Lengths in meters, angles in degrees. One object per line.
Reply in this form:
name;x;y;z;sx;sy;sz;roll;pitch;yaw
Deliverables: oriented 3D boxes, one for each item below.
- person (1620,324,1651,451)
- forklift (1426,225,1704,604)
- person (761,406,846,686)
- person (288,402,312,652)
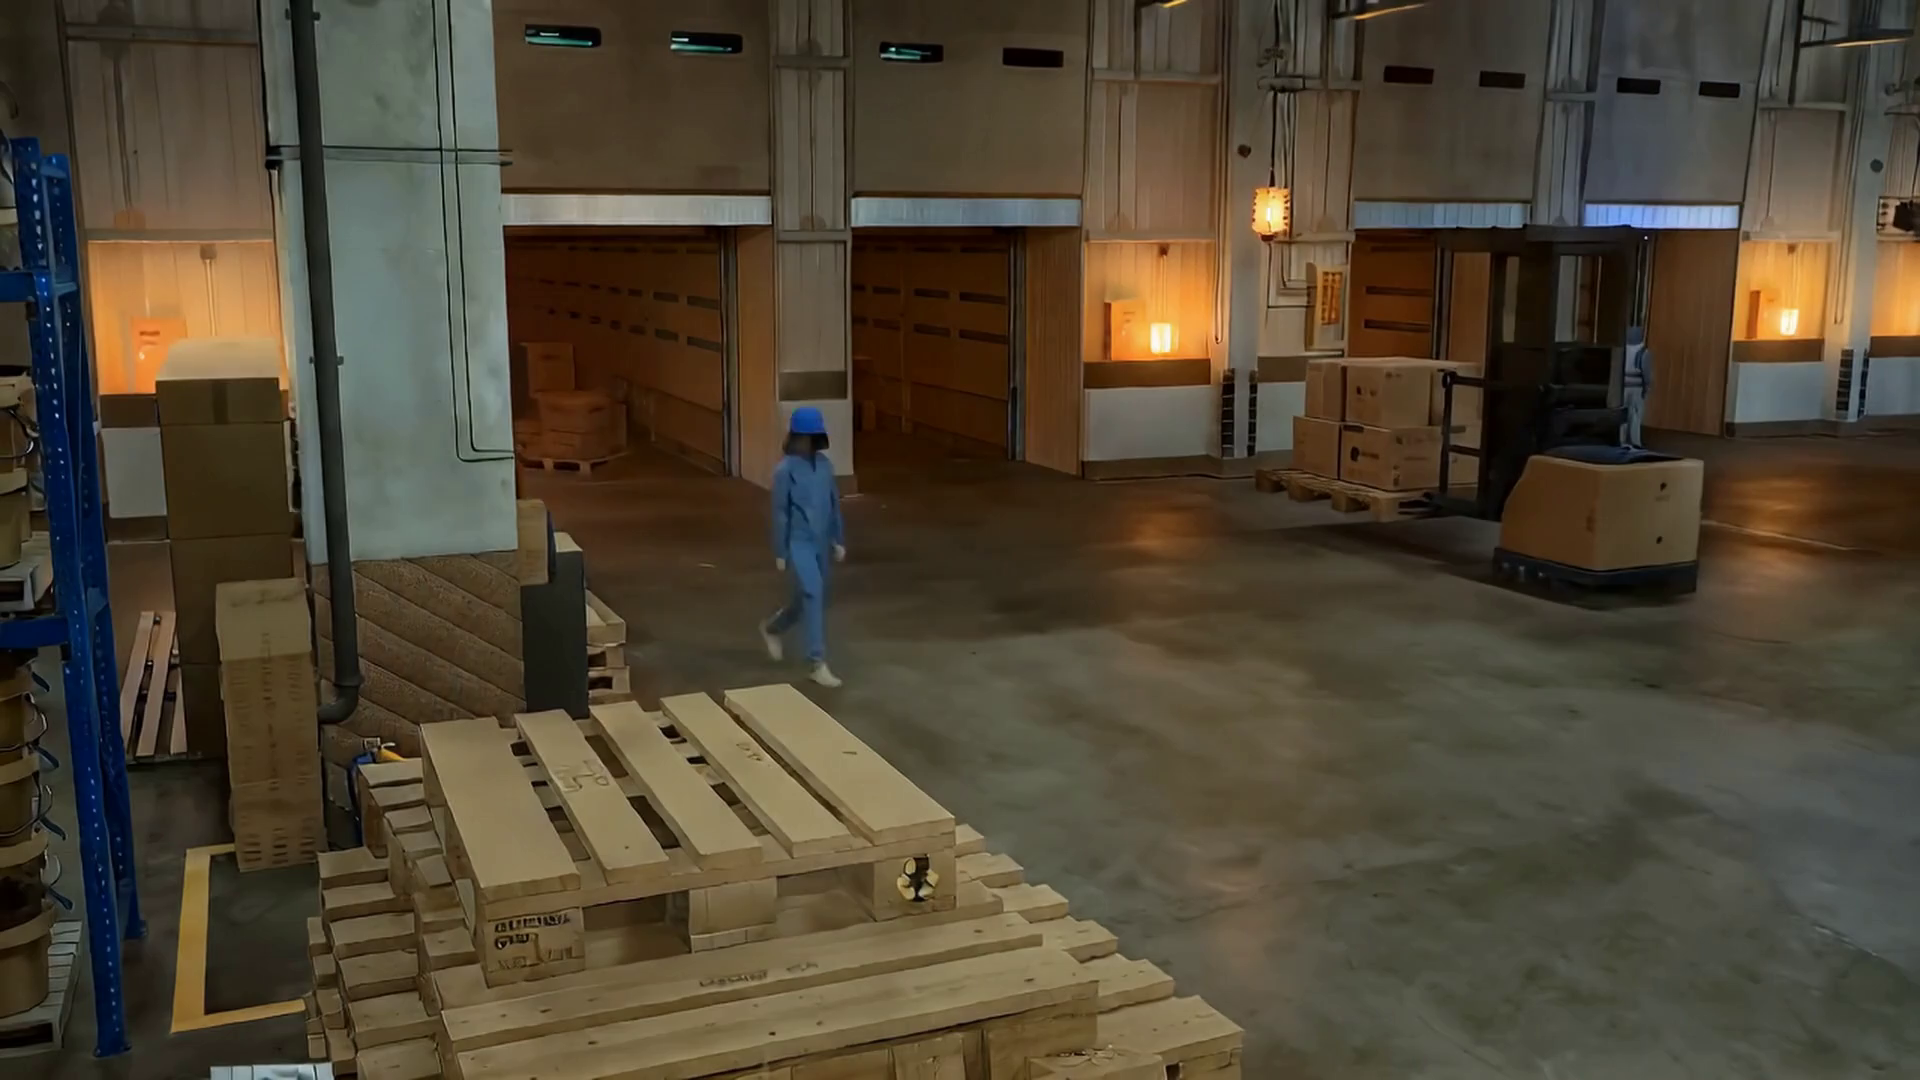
person;8.610;-1.931;21.263;0.314;1.636;0.515;-4;11;-19
forklift;4.755;-1.046;12.953;1.129;2.768;1.873;-4;11;-23
person;-1.002;0.012;10.331;0.723;1.718;0.492;8;13;37
person;-4.315;-0.187;11.039;0.855;1.851;0.579;-6;12;-31
